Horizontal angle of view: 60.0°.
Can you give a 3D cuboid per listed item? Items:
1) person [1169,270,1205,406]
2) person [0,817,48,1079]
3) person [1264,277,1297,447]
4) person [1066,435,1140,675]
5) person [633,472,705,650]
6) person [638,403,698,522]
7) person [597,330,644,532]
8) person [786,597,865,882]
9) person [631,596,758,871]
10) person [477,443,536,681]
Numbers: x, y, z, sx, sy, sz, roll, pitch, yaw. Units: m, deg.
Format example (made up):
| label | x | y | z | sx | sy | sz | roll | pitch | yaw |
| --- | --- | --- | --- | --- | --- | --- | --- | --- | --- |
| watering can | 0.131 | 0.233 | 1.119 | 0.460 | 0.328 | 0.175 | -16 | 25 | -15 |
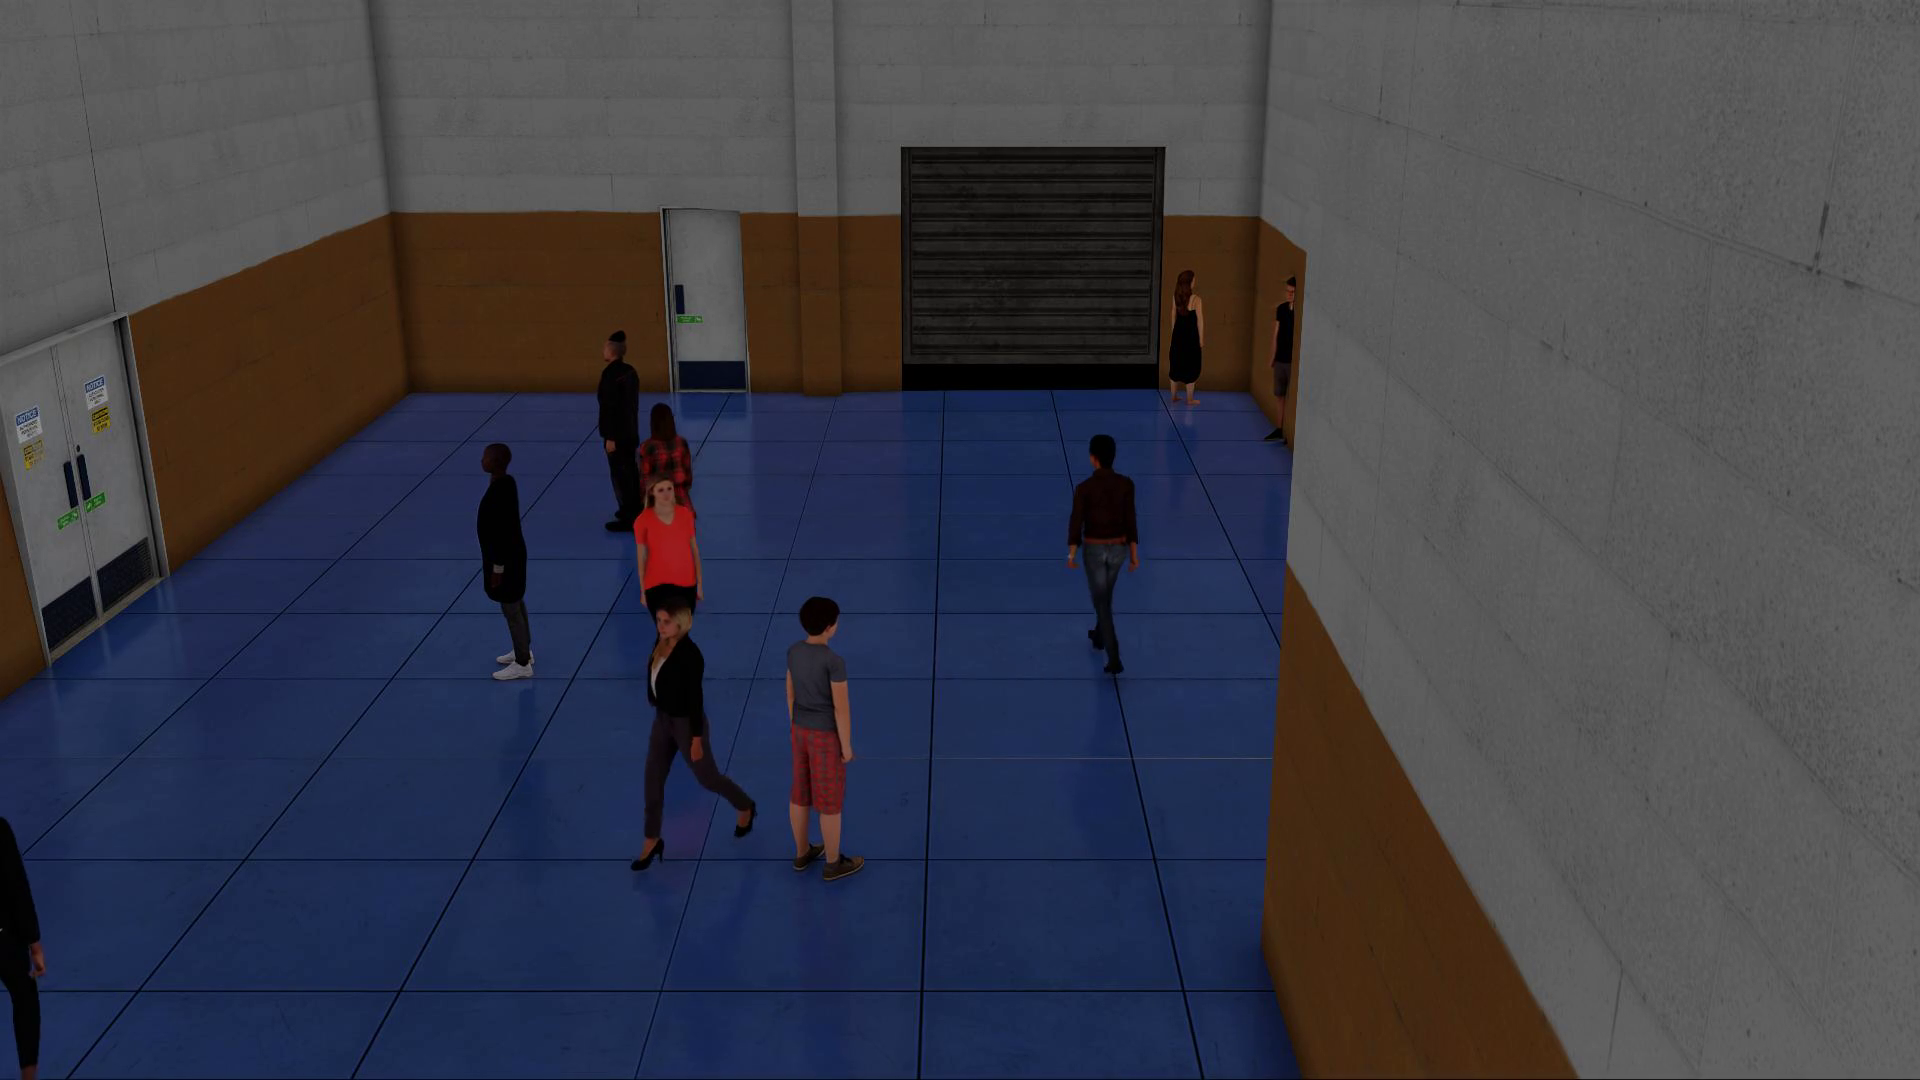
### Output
| label | x | y | z | sx | sy | sz | roll | pitch | yaw |
| --- | --- | --- | --- | --- | --- | --- | --- | --- | --- |
| person | 2.703 | -2.430 | 19.949 | 0.673 | 1.625 | 0.743 | 14 | 23 | 36 |
| person | -4.163 | 1.813 | 7.059 | 0.762 | 1.822 | 0.828 | -9 | 21 | -25 |
| person | 3.652 | -1.973 | 18.228 | 0.791 | 1.859 | 0.761 | -14 | 23 | -35 |
| person | 1.079 | 0.187 | 12.141 | 1.168 | 1.656 | 0.952 | -5 | 19 | -15 |
| person | -2.069 | 0.327 | 11.713 | 1.124 | 1.664 | 1.021 | -10 | 21 | -28 |
| person | -2.324 | -0.242 | 13.376 | 0.974 | 1.679 | 0.953 | -11 | 21 | -29 |
| person | -3.131 | -1.022 | 15.371 | 0.646 | 1.860 | 0.783 | 3 | 19 | 8 |
| person | -0.805 | 1.112 | 9.388 | 0.644 | 1.649 | 0.728 | 13 | 23 | 34 |
| person | -1.489 | 1.093 | 9.503 | 1.111 | 1.625 | 1.015 | -16 | 24 | -38 |
| person | -3.290 | 0.158 | 12.120 | 0.586 | 1.723 | 0.667 | -2 | 19 | -7 |
